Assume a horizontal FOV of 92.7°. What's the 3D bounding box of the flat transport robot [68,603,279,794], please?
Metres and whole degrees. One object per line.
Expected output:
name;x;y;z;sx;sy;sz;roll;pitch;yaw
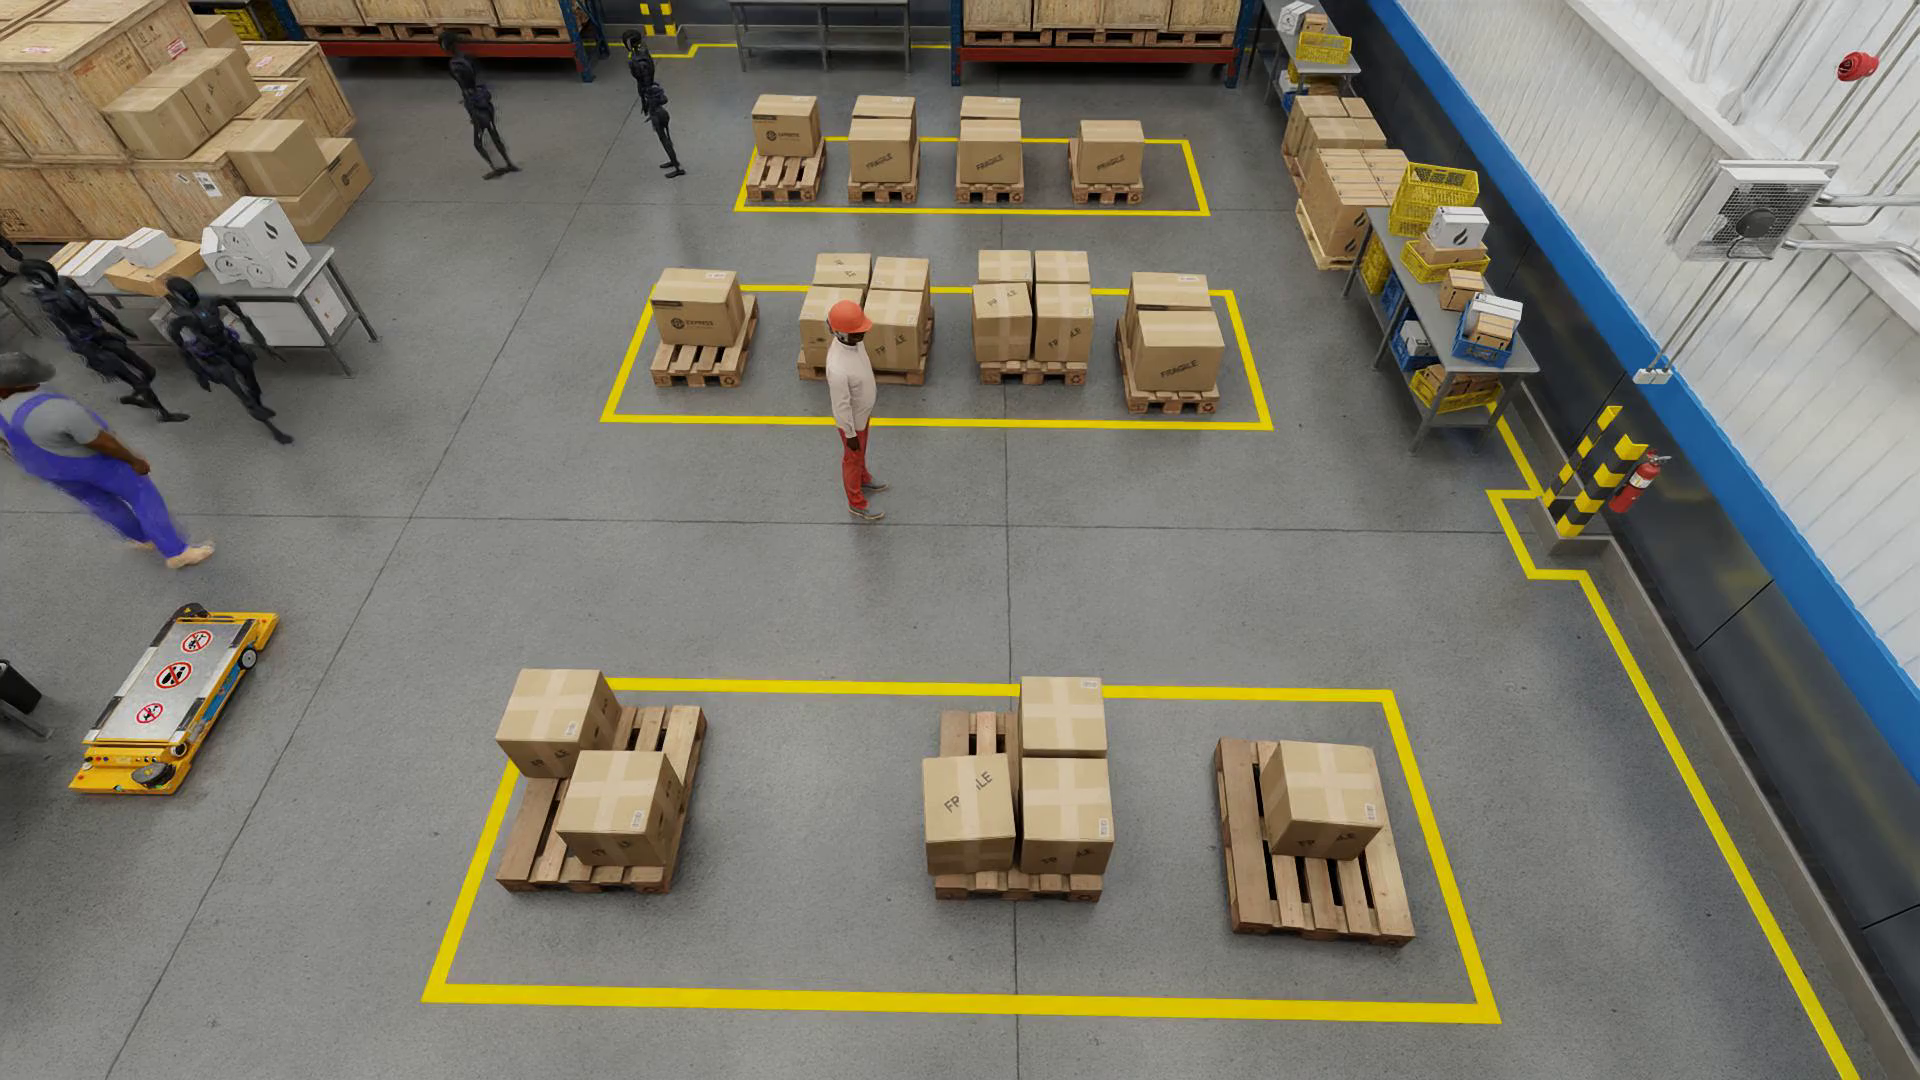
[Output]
flat transport robot;-5.504;1.072;6.442;0.652;0.197;1.431;1;50;1

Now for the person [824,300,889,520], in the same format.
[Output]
person;-0.802;-0.990;7.075;0.376;1.995;0.607;4;50;3

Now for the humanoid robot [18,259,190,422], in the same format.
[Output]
humanoid robot;-7.391;-1.697;7.879;0.452;1.639;0.625;-11;51;-9

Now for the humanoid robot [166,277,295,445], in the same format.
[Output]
humanoid robot;-6.270;-1.581;7.818;0.768;1.615;0.576;21;53;17

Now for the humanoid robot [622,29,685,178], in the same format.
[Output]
humanoid robot;-3.620;-5.114;10.771;0.357;1.650;0.563;-24;54;-19

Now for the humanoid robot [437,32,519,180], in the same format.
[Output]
humanoid robot;-5.723;-5.094;10.752;0.509;1.643;0.610;-3;50;-3

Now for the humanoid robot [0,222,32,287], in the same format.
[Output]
humanoid robot;-10.129;-3.334;9.256;0.587;1.656;0.326;-10;50;-8

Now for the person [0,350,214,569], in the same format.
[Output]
person;-6.417;-0.623;6.735;0.810;2.000;0.550;-1;50;-1
